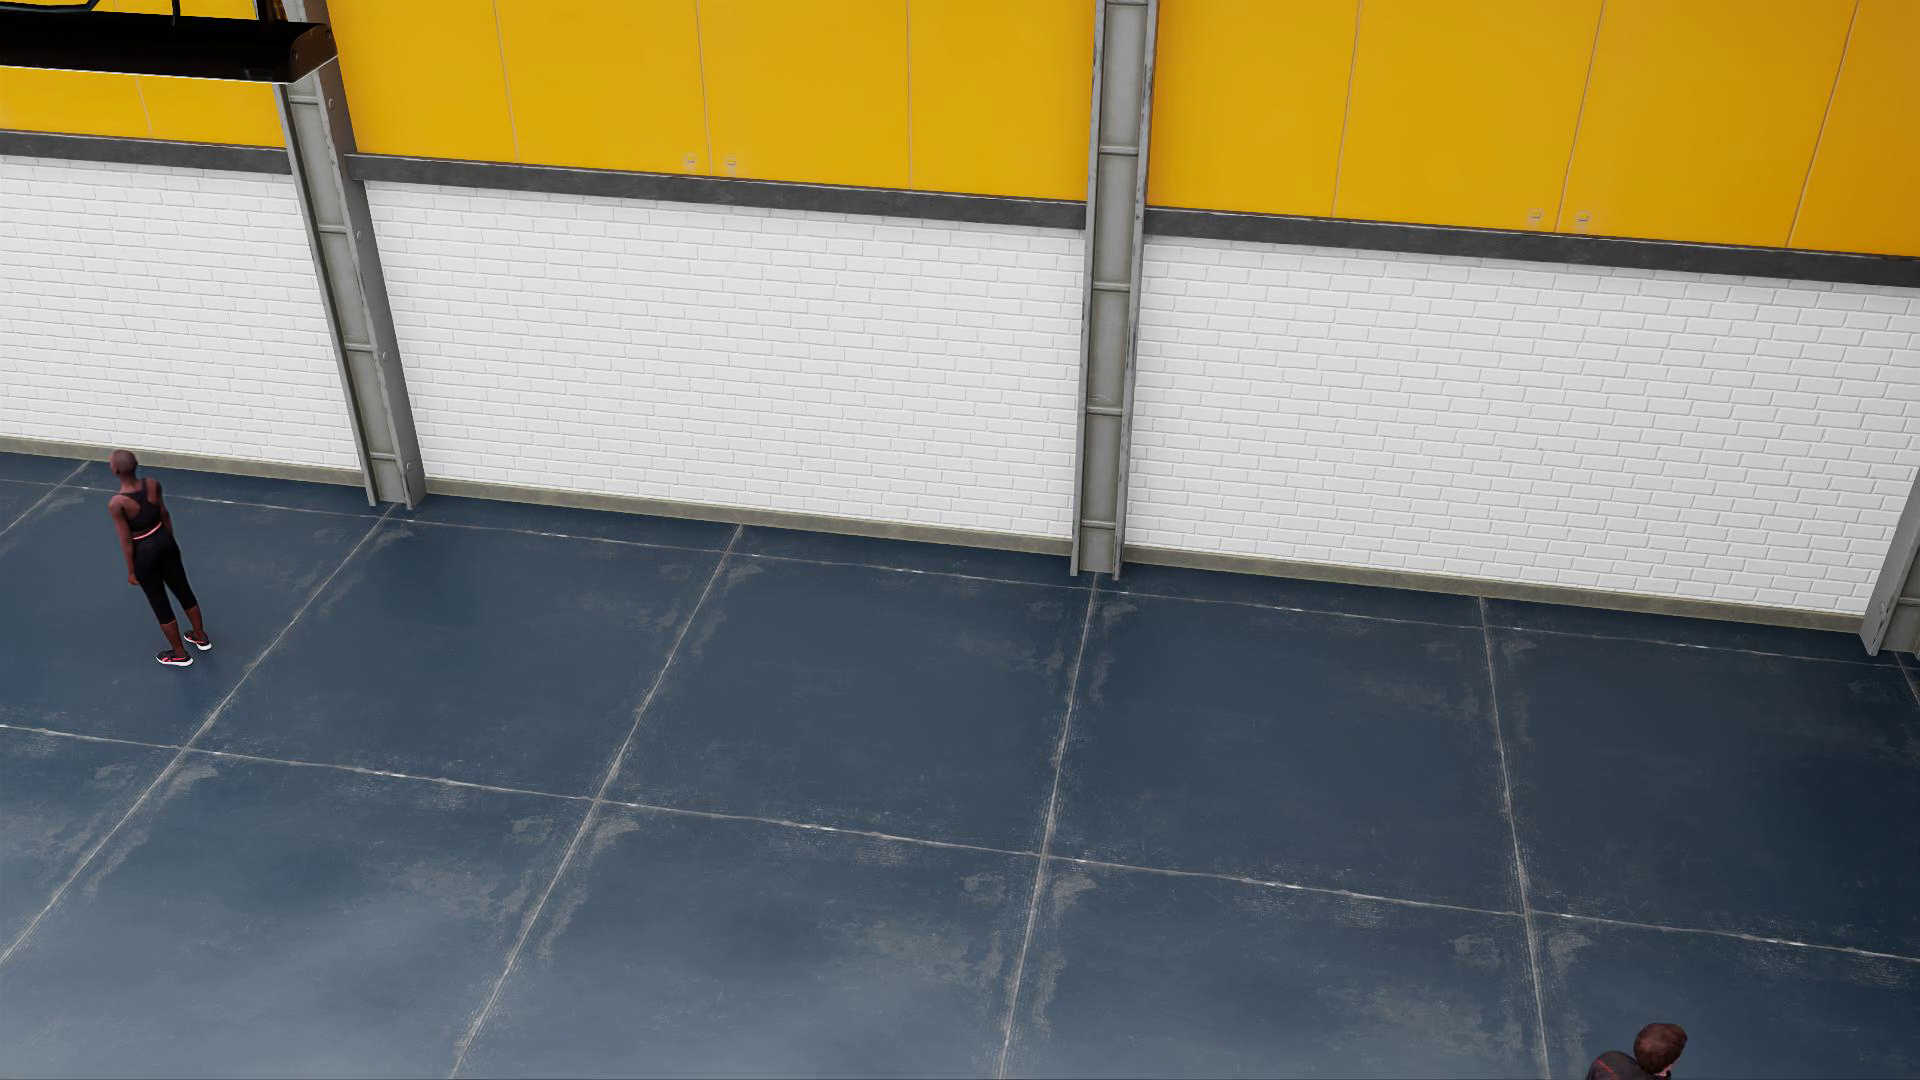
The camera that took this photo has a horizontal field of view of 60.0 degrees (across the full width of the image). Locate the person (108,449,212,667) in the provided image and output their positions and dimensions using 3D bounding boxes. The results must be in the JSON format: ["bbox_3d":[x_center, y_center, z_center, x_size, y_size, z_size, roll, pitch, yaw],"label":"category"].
[{"bbox_3d":[-5.782,0.115,11.939,0.626,1.758,0.639,15,36,21],"label":"person"}]

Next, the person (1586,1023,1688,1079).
[{"bbox_3d":[2.938,2.959,7.643,1.300,1.778,1.070,-10,35,-14],"label":"person"}]
